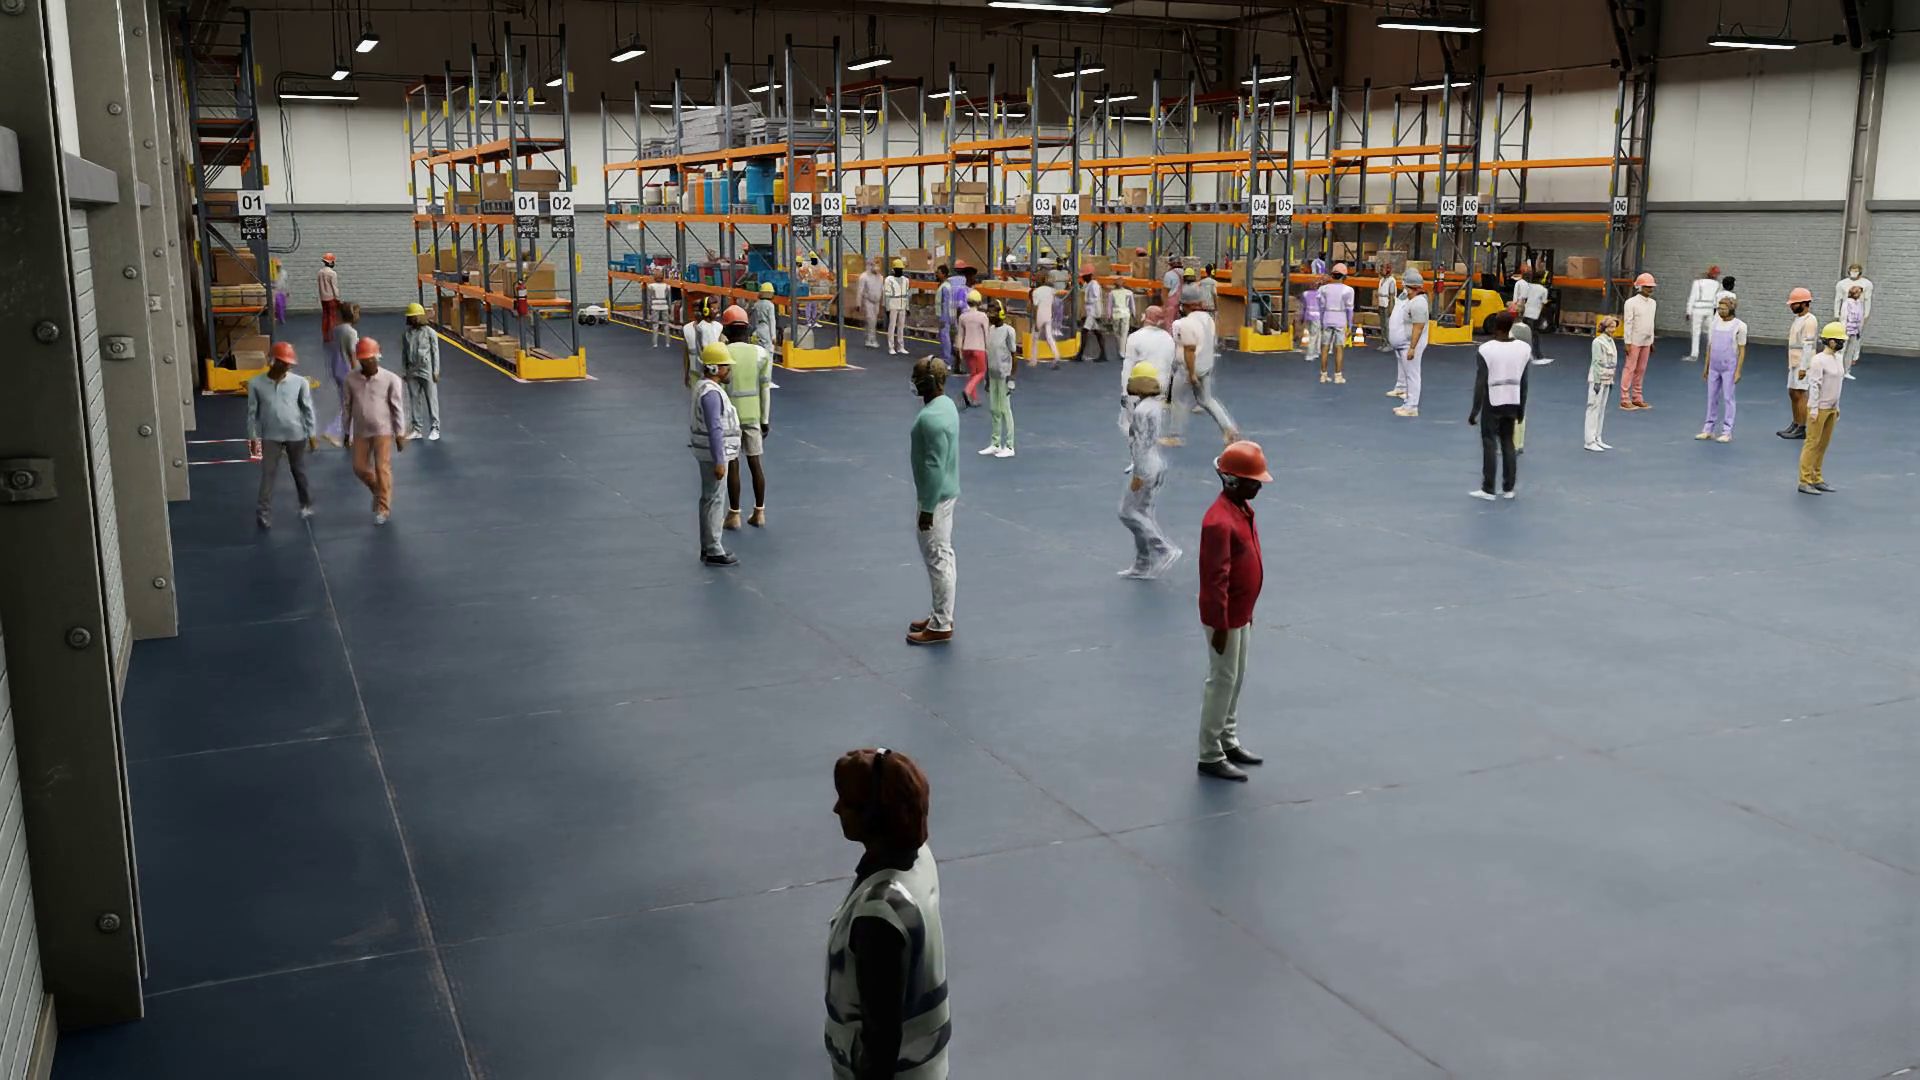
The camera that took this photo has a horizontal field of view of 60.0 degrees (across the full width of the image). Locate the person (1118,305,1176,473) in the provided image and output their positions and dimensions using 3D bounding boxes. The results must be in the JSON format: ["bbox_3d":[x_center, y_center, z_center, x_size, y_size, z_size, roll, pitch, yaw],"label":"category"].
[{"bbox_3d":[2.036,-1.628,18.256,0.681,1.873,0.449,-7,13,-32],"label":"person"}]

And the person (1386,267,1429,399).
[{"bbox_3d":[6.942,-3.218,25.884,0.537,2.000,0.682,-3,12,-16],"label":"person"}]

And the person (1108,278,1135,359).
[{"bbox_3d":[3.210,-4.413,33.106,0.543,1.576,0.894,2,11,8],"label":"person"}]

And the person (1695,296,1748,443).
[{"bbox_3d":[9.610,-2.146,20.951,0.343,1.840,0.507,-7,13,-31],"label":"person"}]

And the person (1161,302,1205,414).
[{"bbox_3d":[3.261,-2.658,24.036,0.548,1.646,0.885,-6,13,-29],"label":"person"}]

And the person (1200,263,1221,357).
[{"bbox_3d":[5.022,-4.625,33.466,0.327,1.874,0.517,-7,13,-31],"label":"person"}]

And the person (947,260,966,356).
[{"bbox_3d":[-0.011,-4.704,33.731,0.546,1.928,0.384,5,12,23],"label":"person"}]

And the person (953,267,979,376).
[{"bbox_3d":[0.261,-3.817,29.196,0.912,1.927,0.638,4,12,19],"label":"person"}]

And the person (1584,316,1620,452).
[{"bbox_3d":[7.807,-1.905,20.239,0.311,1.639,0.512,9,14,37],"label":"person"}]

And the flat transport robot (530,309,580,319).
[{"bbox_3d":[-11.155,-6.220,45.652,0.652,0.197,1.431,8,13,34],"label":"flat transport robot"}]

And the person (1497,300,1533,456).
[{"bbox_3d":[6.613,-1.921,19.792,0.372,1.843,0.570,8,14,34],"label":"person"}]

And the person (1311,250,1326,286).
[{"bbox_3d":[10.204,-7.268,46.976,0.624,1.845,0.430,-6,12,-27],"label":"person"}]

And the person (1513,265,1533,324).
[{"bbox_3d":[10.782,-4.330,31.934,0.337,1.882,0.585,1,11,6],"label":"person"}]

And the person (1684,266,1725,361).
[{"bbox_3d":[14.502,-4.380,32.268,0.709,1.859,0.489,2,11,8],"label":"person"}]

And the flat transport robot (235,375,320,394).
[{"bbox_3d":[-10.969,-2.500,26.749,0.652,0.197,1.431,2,11,8],"label":"flat transport robot"}]

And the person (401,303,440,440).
[{"bbox_3d":[-6.866,-2.137,21.156,0.492,1.740,0.319,2,11,11],"label":"person"}]

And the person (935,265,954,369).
[{"bbox_3d":[-0.302,-4.114,30.747,0.391,1.922,0.593,-1,11,-7],"label":"person"}]

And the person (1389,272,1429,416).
[{"bbox_3d":[6.383,-2.785,23.682,0.538,2.000,0.681,2,11,11],"label":"person"}]

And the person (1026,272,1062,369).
[{"bbox_3d":[1.574,-4.057,30.788,0.519,1.799,0.925,-7,13,-32],"label":"person"}]

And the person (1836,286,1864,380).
[{"bbox_3d":[15.397,-3.583,28.792,0.520,1.632,0.322,-6,13,-29],"label":"person"}]

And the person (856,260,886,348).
[{"bbox_3d":[-1.817,-5.038,35.562,0.791,1.870,0.669,11,15,43],"label":"person"}]

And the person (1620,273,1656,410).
[{"bbox_3d":[9.977,-2.906,24.418,0.609,1.995,0.376,-6,13,-30],"label":"person"}]

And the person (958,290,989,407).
[{"bbox_3d":[0.181,-2.808,24.531,0.543,1.747,0.610,7,13,32],"label":"person"}]

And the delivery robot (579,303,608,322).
[{"bbox_3d":[-9.437,-5.865,42.886,0.707,0.478,0.477,-10,15,-42],"label":"delivery robot"}]

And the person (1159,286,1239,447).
[{"bbox_3d":[2.949,-2.141,20.412,0.919,2.000,0.678,10,15,40],"label":"person"}]

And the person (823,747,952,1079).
[{"bbox_3d":[-0.172,1.288,4.006,0.309,1.641,0.515,1,11,5],"label":"person"}]

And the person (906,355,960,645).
[{"bbox_3d":[-0.182,-0.267,11.149,0.362,1.939,0.636,1,11,5],"label":"person"}]

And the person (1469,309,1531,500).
[{"bbox_3d":[5.441,-1.356,16.741,0.600,1.915,0.385,-3,12,-16],"label":"person"}]

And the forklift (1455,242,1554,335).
[{"bbox_3d":[13.047,-6.049,39.881,2.313,2.155,1.214,-5,12,-23],"label":"forklift"}]

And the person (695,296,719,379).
[{"bbox_3d":[-3.072,-2.037,20.326,0.308,1.868,0.547,-1,11,-7],"label":"person"}]

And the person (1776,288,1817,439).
[{"bbox_3d":[10.724,-2.255,21.305,0.390,1.923,0.549,2,11,9],"label":"person"}]

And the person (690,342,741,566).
[{"bbox_3d":[-1.997,-0.705,13.643,0.403,1.830,0.601,-3,12,-15],"label":"person"}]

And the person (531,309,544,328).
[{"bbox_3d":[-10.622,-6.201,41.833,0.395,1.735,0.572,-7,13,-30],"label":"person"}]

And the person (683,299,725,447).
[{"bbox_3d":[-3.129,-2.049,20.484,0.561,1.835,0.388,3,12,17],"label":"person"}]
